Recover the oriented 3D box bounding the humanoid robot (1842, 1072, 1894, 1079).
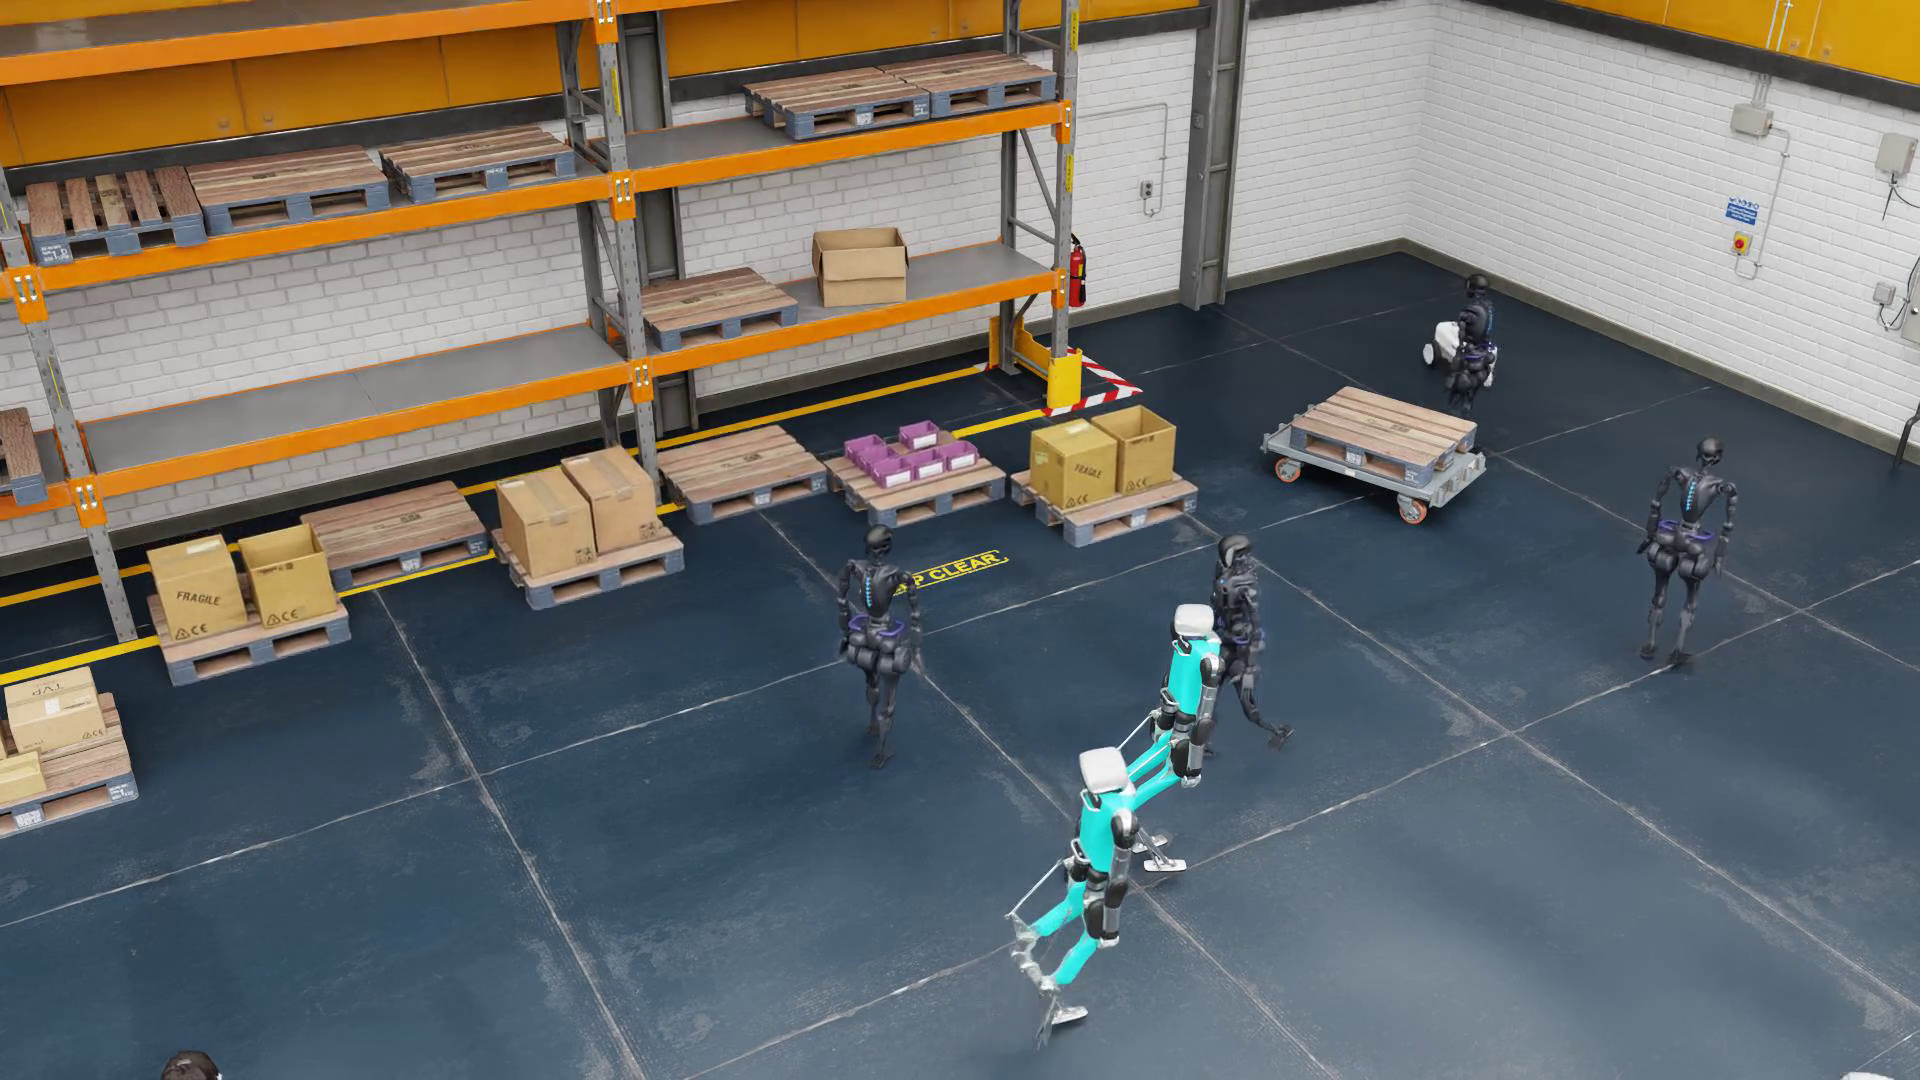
[{"bbox_3d":[3.353,2.880,6.399,0.536,1.798,0.783,2,29,3],"label":"humanoid robot"}]

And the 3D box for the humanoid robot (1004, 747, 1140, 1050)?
[{"bbox_3d":[0.493,1.878,8.274,0.724,1.915,0.550,-8,30,-14],"label":"humanoid robot"}]

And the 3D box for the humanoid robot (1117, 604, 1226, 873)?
[{"bbox_3d":[1.062,1.139,9.332,0.735,1.676,0.533,-8,30,-14],"label":"humanoid robot"}]

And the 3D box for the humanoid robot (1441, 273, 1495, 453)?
[{"bbox_3d":[4.343,-1.484,14.167,0.354,1.640,0.616,25,38,36],"label":"humanoid robot"}]

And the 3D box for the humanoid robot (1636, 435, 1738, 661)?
[{"bbox_3d":[4.960,0.061,11.446,0.599,1.642,0.413,24,38,36],"label":"humanoid robot"}]

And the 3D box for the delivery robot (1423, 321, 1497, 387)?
[{"bbox_3d":[4.816,-1.816,15.915,0.499,0.611,0.809,-5,30,-9],"label":"delivery robot"}]

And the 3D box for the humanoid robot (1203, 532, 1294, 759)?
[{"bbox_3d":[1.782,0.681,10.391,0.744,1.648,0.612,-9,31,-15],"label":"humanoid robot"}]

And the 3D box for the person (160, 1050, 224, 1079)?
[{"bbox_3d":[-2.812,2.744,6.480,0.540,1.877,0.411,-13,32,-22],"label":"person"}]

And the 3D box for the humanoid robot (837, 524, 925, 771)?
[{"bbox_3d":[-0.488,0.625,10.445,0.596,1.639,0.557,11,31,19],"label":"humanoid robot"}]
